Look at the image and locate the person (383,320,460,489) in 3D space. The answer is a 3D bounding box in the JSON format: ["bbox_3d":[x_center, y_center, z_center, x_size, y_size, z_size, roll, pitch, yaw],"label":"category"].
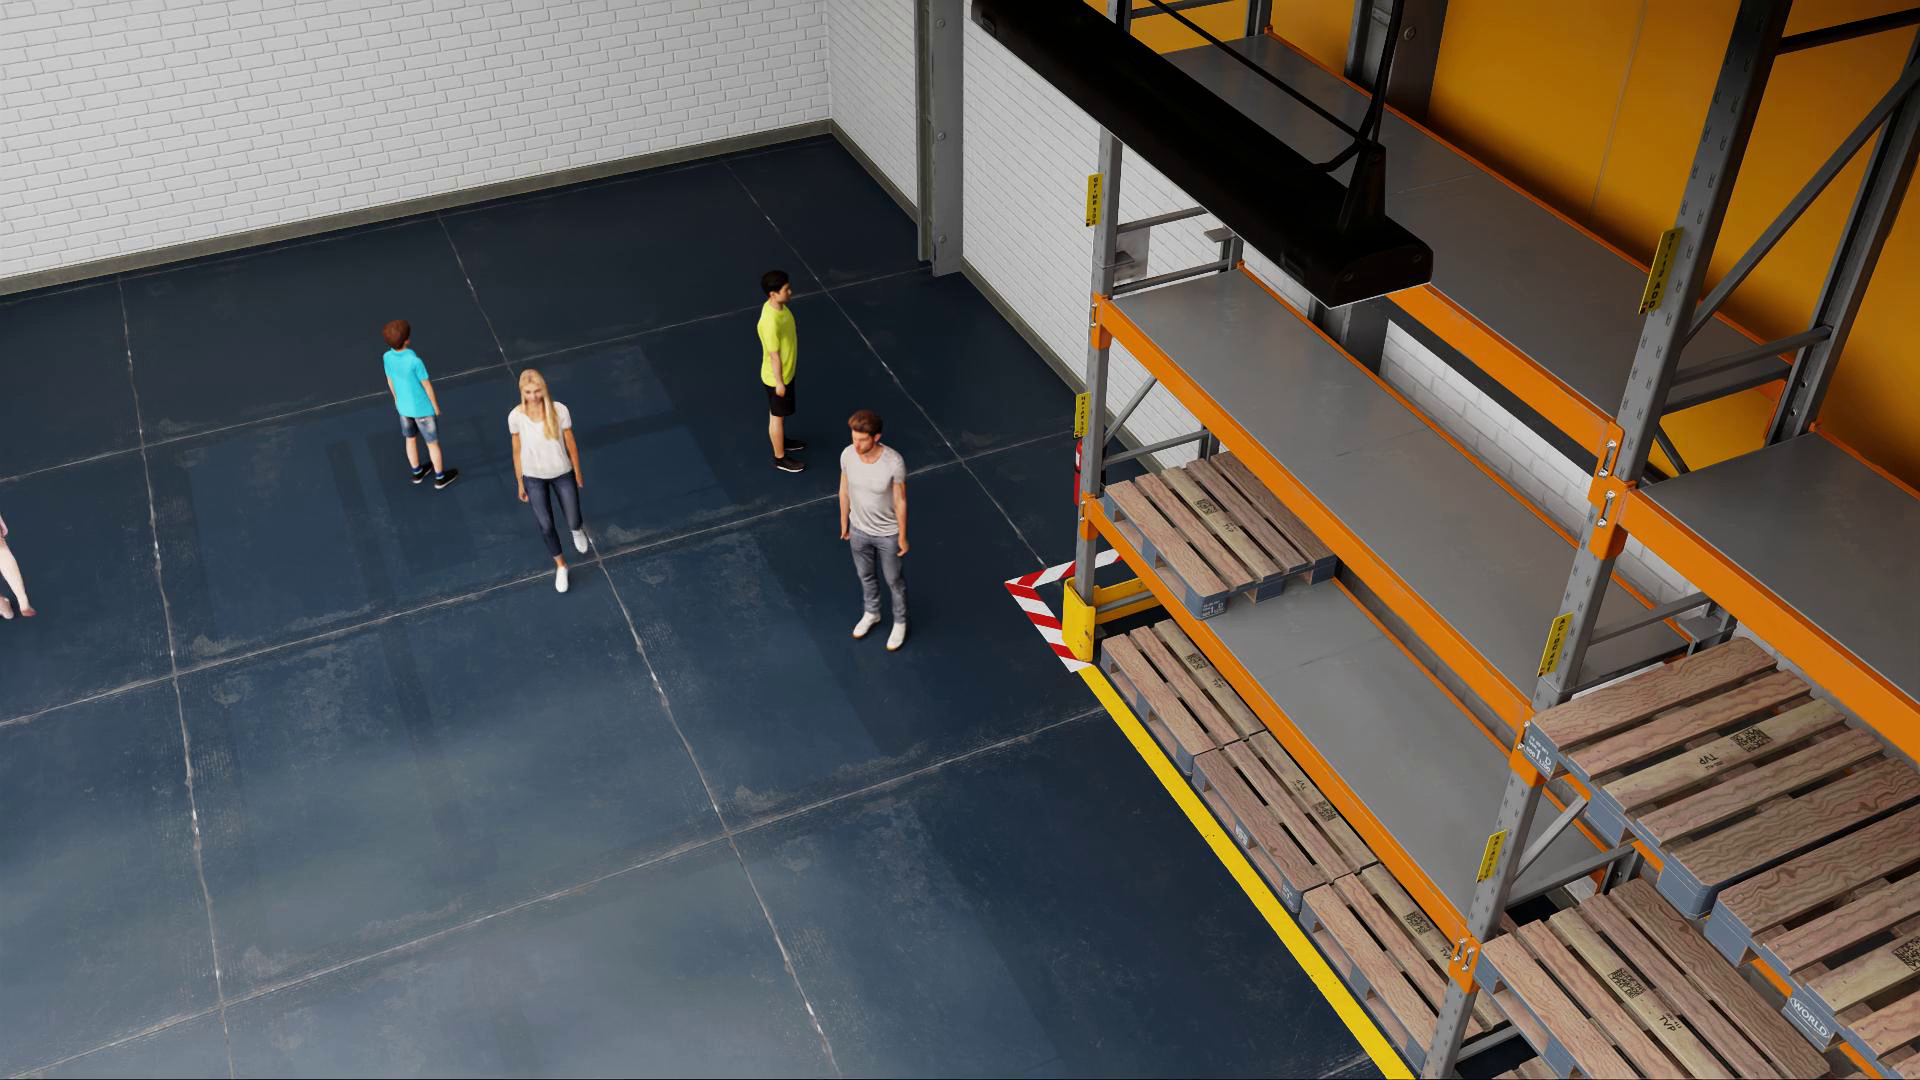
[{"bbox_3d":[-4.212,-1.056,12.825,0.584,1.449,0.645,13,40,16],"label":"person"}]

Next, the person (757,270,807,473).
[{"bbox_3d":[-1.422,-1.338,12.971,0.753,1.708,0.618,-1,39,-1],"label":"person"}]

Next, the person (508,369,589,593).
[{"bbox_3d":[-2.931,-0.490,11.835,0.720,1.800,0.856,-6,39,-7],"label":"person"}]

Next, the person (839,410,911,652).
[{"bbox_3d":[-0.561,-0.101,11.279,0.740,1.887,0.810,15,41,18],"label":"person"}]
